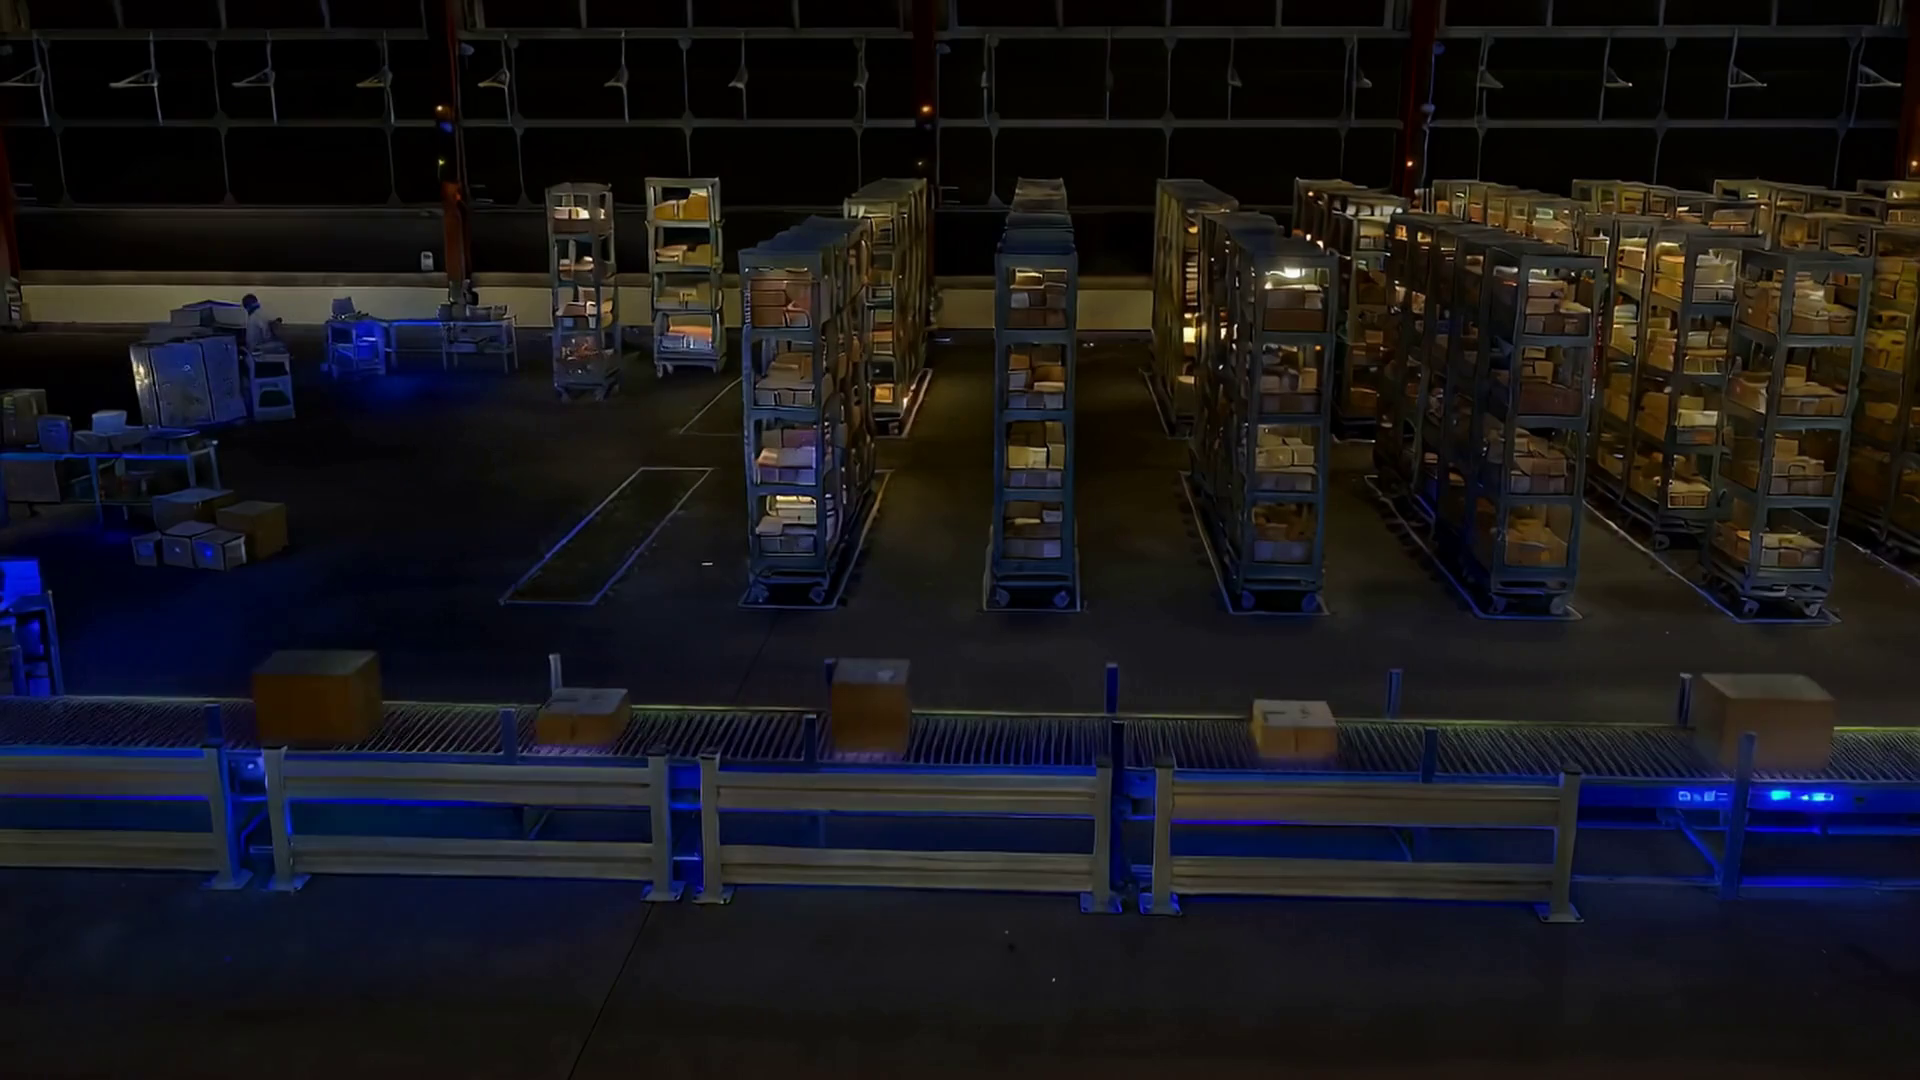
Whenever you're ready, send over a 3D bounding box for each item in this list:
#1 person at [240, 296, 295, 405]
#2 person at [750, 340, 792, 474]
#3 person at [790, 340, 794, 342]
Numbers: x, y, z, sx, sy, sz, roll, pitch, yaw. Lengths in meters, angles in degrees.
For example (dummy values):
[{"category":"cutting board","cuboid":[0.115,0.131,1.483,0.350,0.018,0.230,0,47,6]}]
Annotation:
[{"category":"person","cuboid":[-11.595,-3.118,27.582,0.990,1.862,0.631,-1,15,-4]},{"category":"person","cuboid":[-2.347,-1.681,22.106,0.929,1.957,0.636,-3,15,-10]},{"category":"person","cuboid":[-2.841,-3.560,29.277,0.588,1.835,0.403,13,20,41]}]
